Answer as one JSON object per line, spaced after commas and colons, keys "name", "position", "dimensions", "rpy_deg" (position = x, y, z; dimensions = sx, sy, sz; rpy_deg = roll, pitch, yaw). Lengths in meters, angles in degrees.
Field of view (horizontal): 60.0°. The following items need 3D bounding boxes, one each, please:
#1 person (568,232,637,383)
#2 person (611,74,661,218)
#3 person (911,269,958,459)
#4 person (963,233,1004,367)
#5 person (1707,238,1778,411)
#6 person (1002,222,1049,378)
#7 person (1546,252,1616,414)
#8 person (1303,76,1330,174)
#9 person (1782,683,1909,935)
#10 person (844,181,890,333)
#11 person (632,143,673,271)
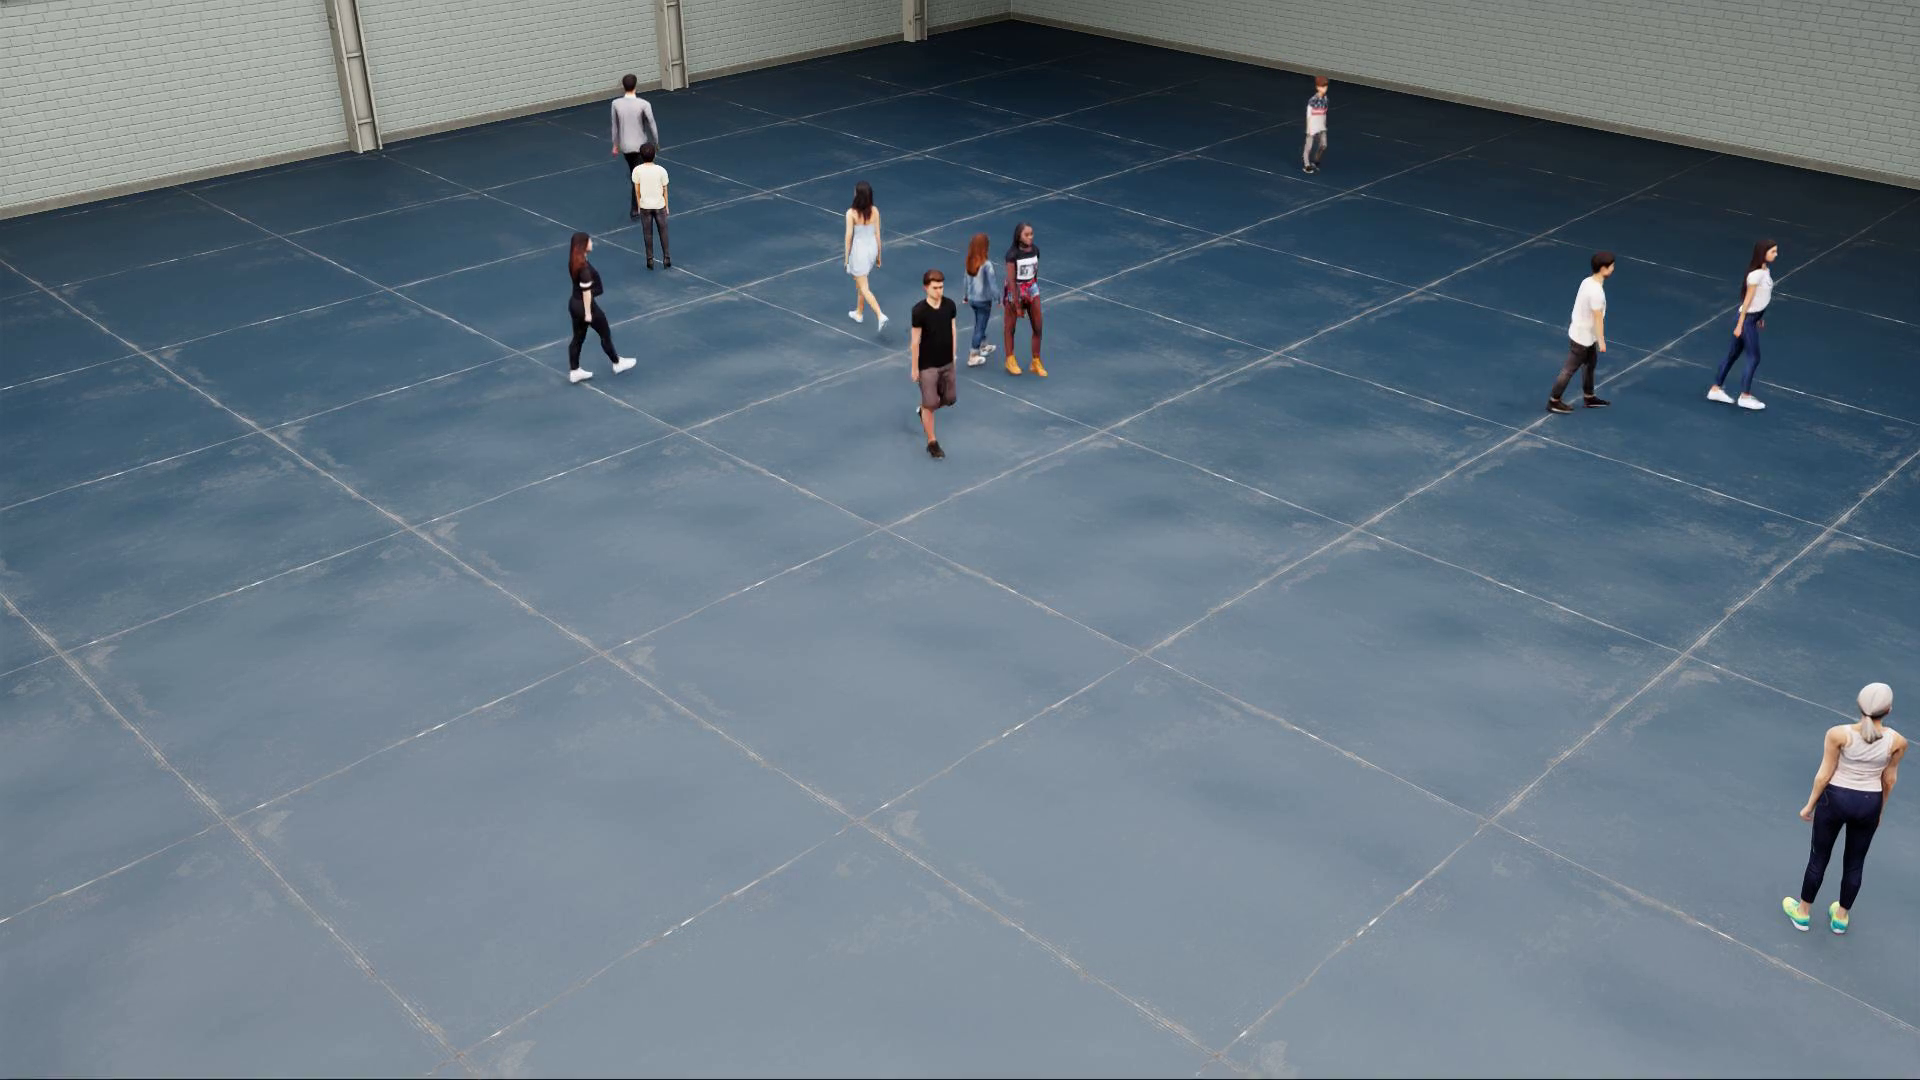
{"name": "person", "position": [-4.039, -2.428, 17.547], "dimensions": [1.010, 1.611, 0.730], "rpy_deg": [-17, 33, -29]}
{"name": "person", "position": [-4.476, -5.344, 22.747], "dimensions": [1.163, 1.870, 1.344], "rpy_deg": [6, 29, 11]}
{"name": "person", "position": [-0.290, -1.735, 15.994], "dimensions": [0.929, 1.847, 0.869], "rpy_deg": [-15, 32, -26]}
{"name": "person", "position": [0.165, -2.576, 17.980], "dimensions": [0.734, 1.465, 0.599], "rpy_deg": [-24, 37, -38]}
{"name": "person", "position": [7.958, -2.224, 17.007], "dimensions": [0.783, 1.759, 0.803], "rpy_deg": [17, 32, 28]}
{"name": "person", "position": [0.591, -2.591, 17.752], "dimensions": [0.788, 1.705, 0.756], "rpy_deg": [-16, 32, -27]}
{"name": "person", "position": [6.219, -2.085, 16.807], "dimensions": [0.944, 1.701, 0.942], "rpy_deg": [7, 29, 13]}
{"name": "person", "position": [5.281, -6.222, 24.863], "dimensions": [0.573, 1.430, 0.671], "rpy_deg": [-10, 30, -18]}
{"name": "person", "position": [5.276, 1.602, 9.881], "dimensions": [0.687, 1.704, 0.702], "rpy_deg": [7, 29, 12]}
{"name": "person", "position": [-1.058, -3.185, 18.871], "dimensions": [1.102, 1.703, 0.785], "rpy_deg": [-17, 33, -29]}
{"name": "person", "position": [-3.858, -4.185, 20.872], "dimensions": [0.609, 1.588, 0.714], "rpy_deg": [-4, 28, -8]}
